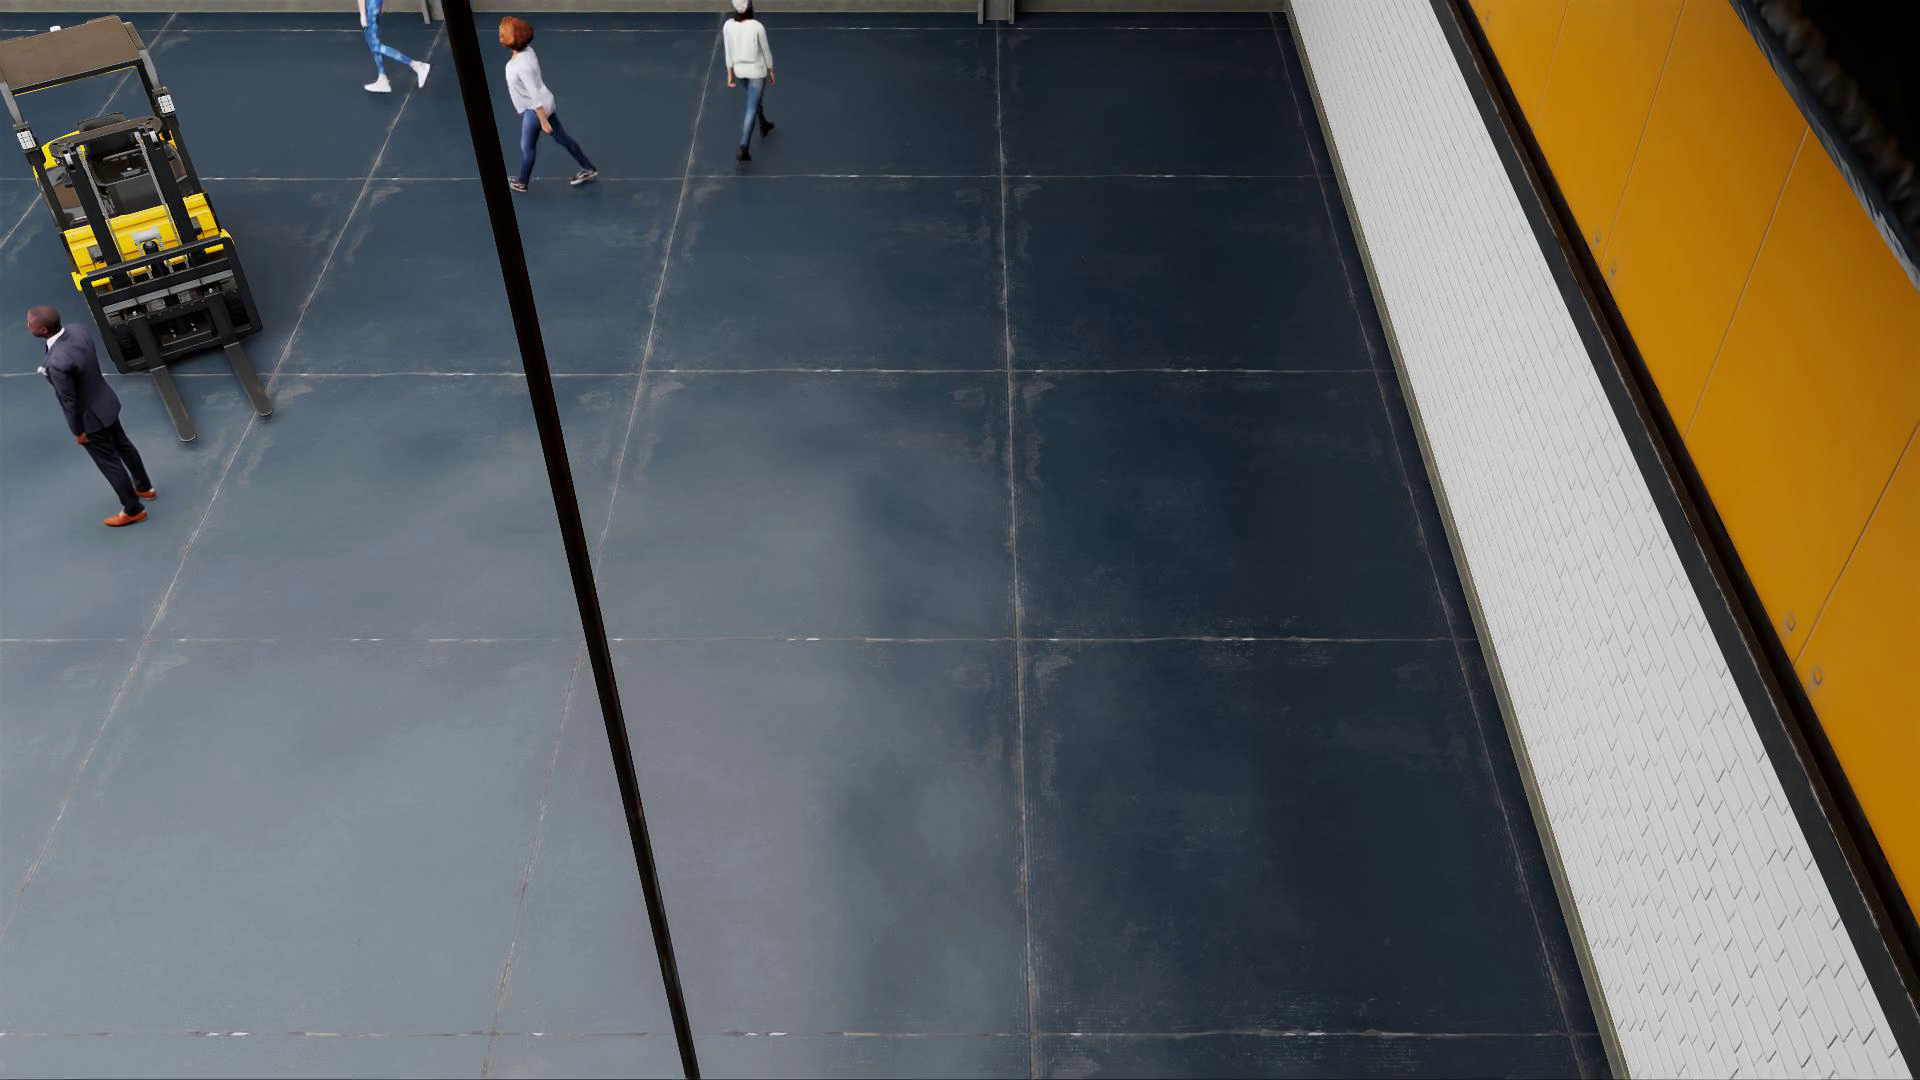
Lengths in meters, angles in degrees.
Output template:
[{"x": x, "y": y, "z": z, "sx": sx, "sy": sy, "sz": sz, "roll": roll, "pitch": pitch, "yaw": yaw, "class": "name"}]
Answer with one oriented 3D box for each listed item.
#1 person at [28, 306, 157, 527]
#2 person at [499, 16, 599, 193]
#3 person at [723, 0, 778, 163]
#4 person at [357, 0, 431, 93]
[{"x": -6.135, "y": -0.902, "z": 11.781, "sx": 0.588, "sy": 1.818, "sz": 0.690, "roll": -2, "pitch": 44, "yaw": -2, "class": "person"}, {"x": -3.713, "y": -3.922, "z": 15.057, "sx": 1.153, "sy": 1.672, "sz": 0.740, "roll": -8, "pitch": 44, "yaw": -8, "class": "person"}, {"x": -1.973, "y": -4.304, "z": 15.506, "sx": 1.124, "sy": 1.605, "sz": 0.866, "roll": 12, "pitch": 45, "yaw": 12, "class": "person"}, {"x": -5.684, "y": -5.181, "z": 16.307, "sx": 0.949, "sy": 1.770, "sz": 0.561, "roll": 1, "pitch": 44, "yaw": 1, "class": "person"}]
